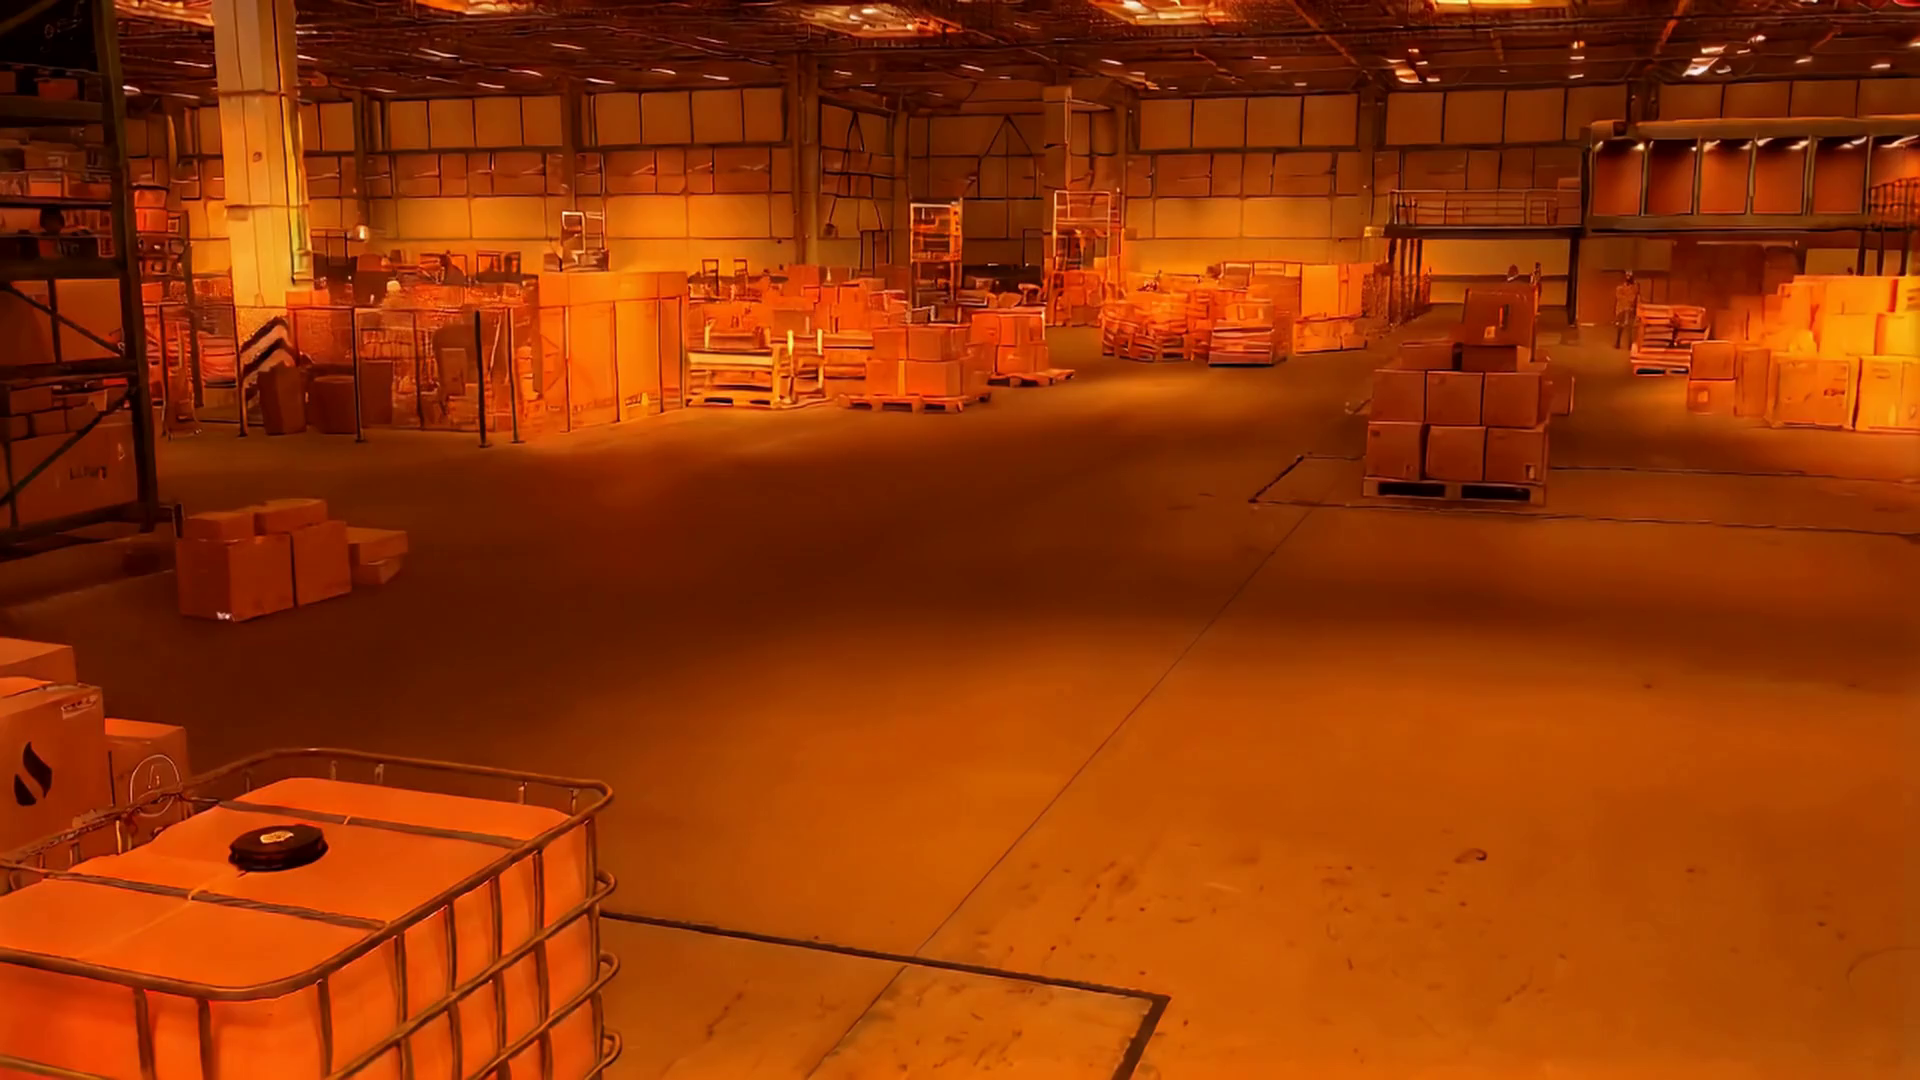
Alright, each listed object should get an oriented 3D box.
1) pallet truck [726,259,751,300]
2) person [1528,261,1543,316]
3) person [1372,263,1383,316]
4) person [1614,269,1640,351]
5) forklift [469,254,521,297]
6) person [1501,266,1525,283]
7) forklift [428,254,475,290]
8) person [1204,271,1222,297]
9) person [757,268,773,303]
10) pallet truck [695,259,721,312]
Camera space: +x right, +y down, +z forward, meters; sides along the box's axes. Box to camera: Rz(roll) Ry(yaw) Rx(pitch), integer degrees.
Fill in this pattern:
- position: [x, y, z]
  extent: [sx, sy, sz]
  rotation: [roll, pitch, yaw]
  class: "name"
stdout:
- position: [-7.986, -9.493, 62.019]
  extent: [0.823, 1.965, 1.885]
  rotation: [3, 11, 17]
  class: "pallet truck"
- position: [20.230, -8.805, 58.373]
  extent: [0.623, 1.918, 0.408]
  rotation: [-4, 11, -21]
  class: "person"
- position: [14.682, -8.788, 58.372]
  extent: [0.342, 1.882, 0.579]
  rotation: [-3, 10, -15]
  class: "person"
- position: [15.798, -5.445, 39.391]
  extent: [0.547, 1.938, 0.377]
  rotation: [3, 10, 14]
  class: "person"
- position: [-17.990, -10.121, 64.684]
  extent: [1.157, 1.987, 2.680]
  rotation: [3, 11, 17]
  class: "forklift"
- position: [13.135, -5.516, 39.498]
  extent: [0.693, 2.000, 0.745]
  rotation: [7, 12, 35]
  class: "person"
- position: [-20.133, -10.254, 65.465]
  extent: [1.157, 1.987, 2.680]
  rotation: [3, 11, 19]
  class: "forklift"
- position: [7.311, -6.896, 48.081]
  extent: [0.531, 1.754, 0.406]
  rotation: [6, 12, 31]
  class: "person"
- position: [-5.642, -6.948, 48.160]
  extent: [0.524, 1.839, 0.835]
  rotation: [5, 11, 25]
  class: "person"
- position: [-9.165, -9.627, 62.776]
  extent: [0.823, 1.965, 1.885]
  rotation: [4, 11, 23]
  class: "pallet truck"
